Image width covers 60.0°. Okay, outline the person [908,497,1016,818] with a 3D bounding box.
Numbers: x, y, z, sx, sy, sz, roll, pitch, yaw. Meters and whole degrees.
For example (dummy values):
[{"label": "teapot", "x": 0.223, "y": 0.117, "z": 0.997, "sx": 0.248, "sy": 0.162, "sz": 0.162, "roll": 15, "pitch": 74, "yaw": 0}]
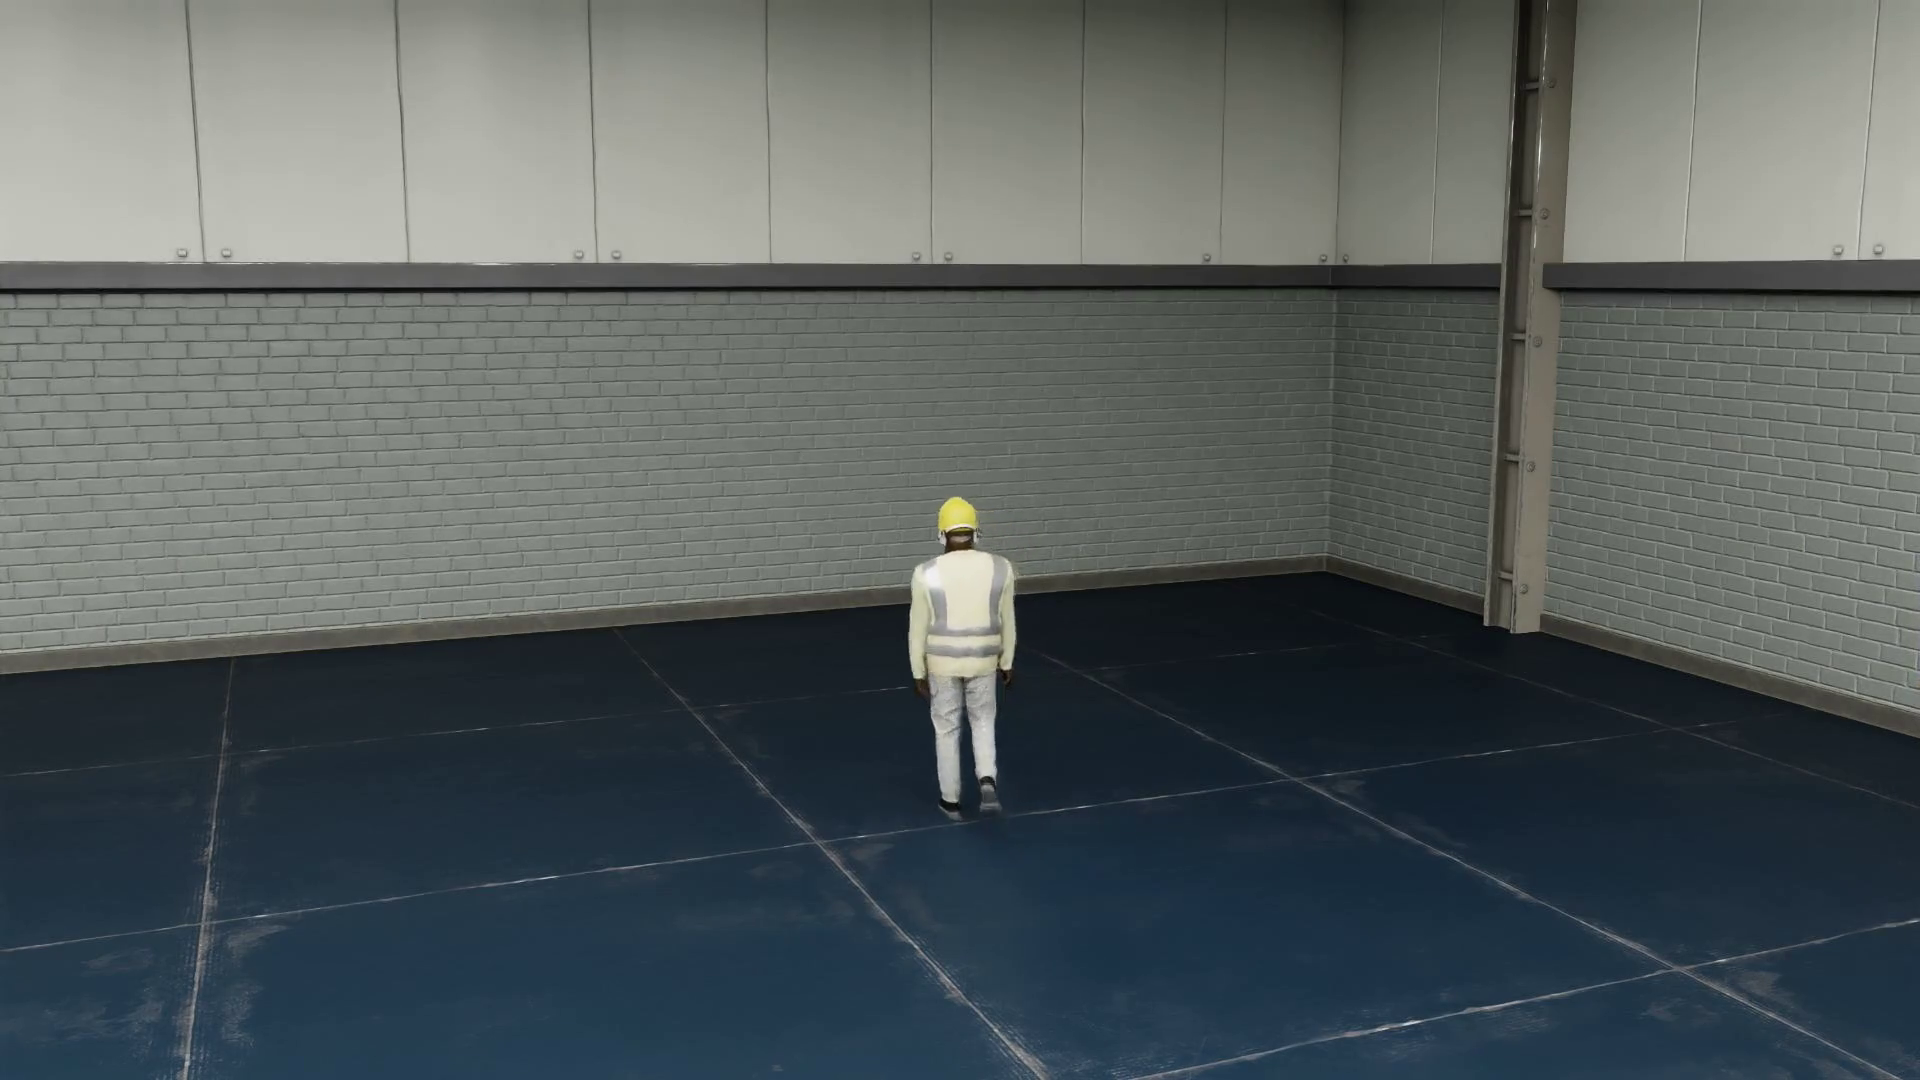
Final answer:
[{"label": "person", "x": 0.012, "y": 0.670, "z": 9.188, "sx": 0.611, "sy": 1.821, "sz": 0.490, "roll": -2, "pitch": 9, "yaw": -12}]
